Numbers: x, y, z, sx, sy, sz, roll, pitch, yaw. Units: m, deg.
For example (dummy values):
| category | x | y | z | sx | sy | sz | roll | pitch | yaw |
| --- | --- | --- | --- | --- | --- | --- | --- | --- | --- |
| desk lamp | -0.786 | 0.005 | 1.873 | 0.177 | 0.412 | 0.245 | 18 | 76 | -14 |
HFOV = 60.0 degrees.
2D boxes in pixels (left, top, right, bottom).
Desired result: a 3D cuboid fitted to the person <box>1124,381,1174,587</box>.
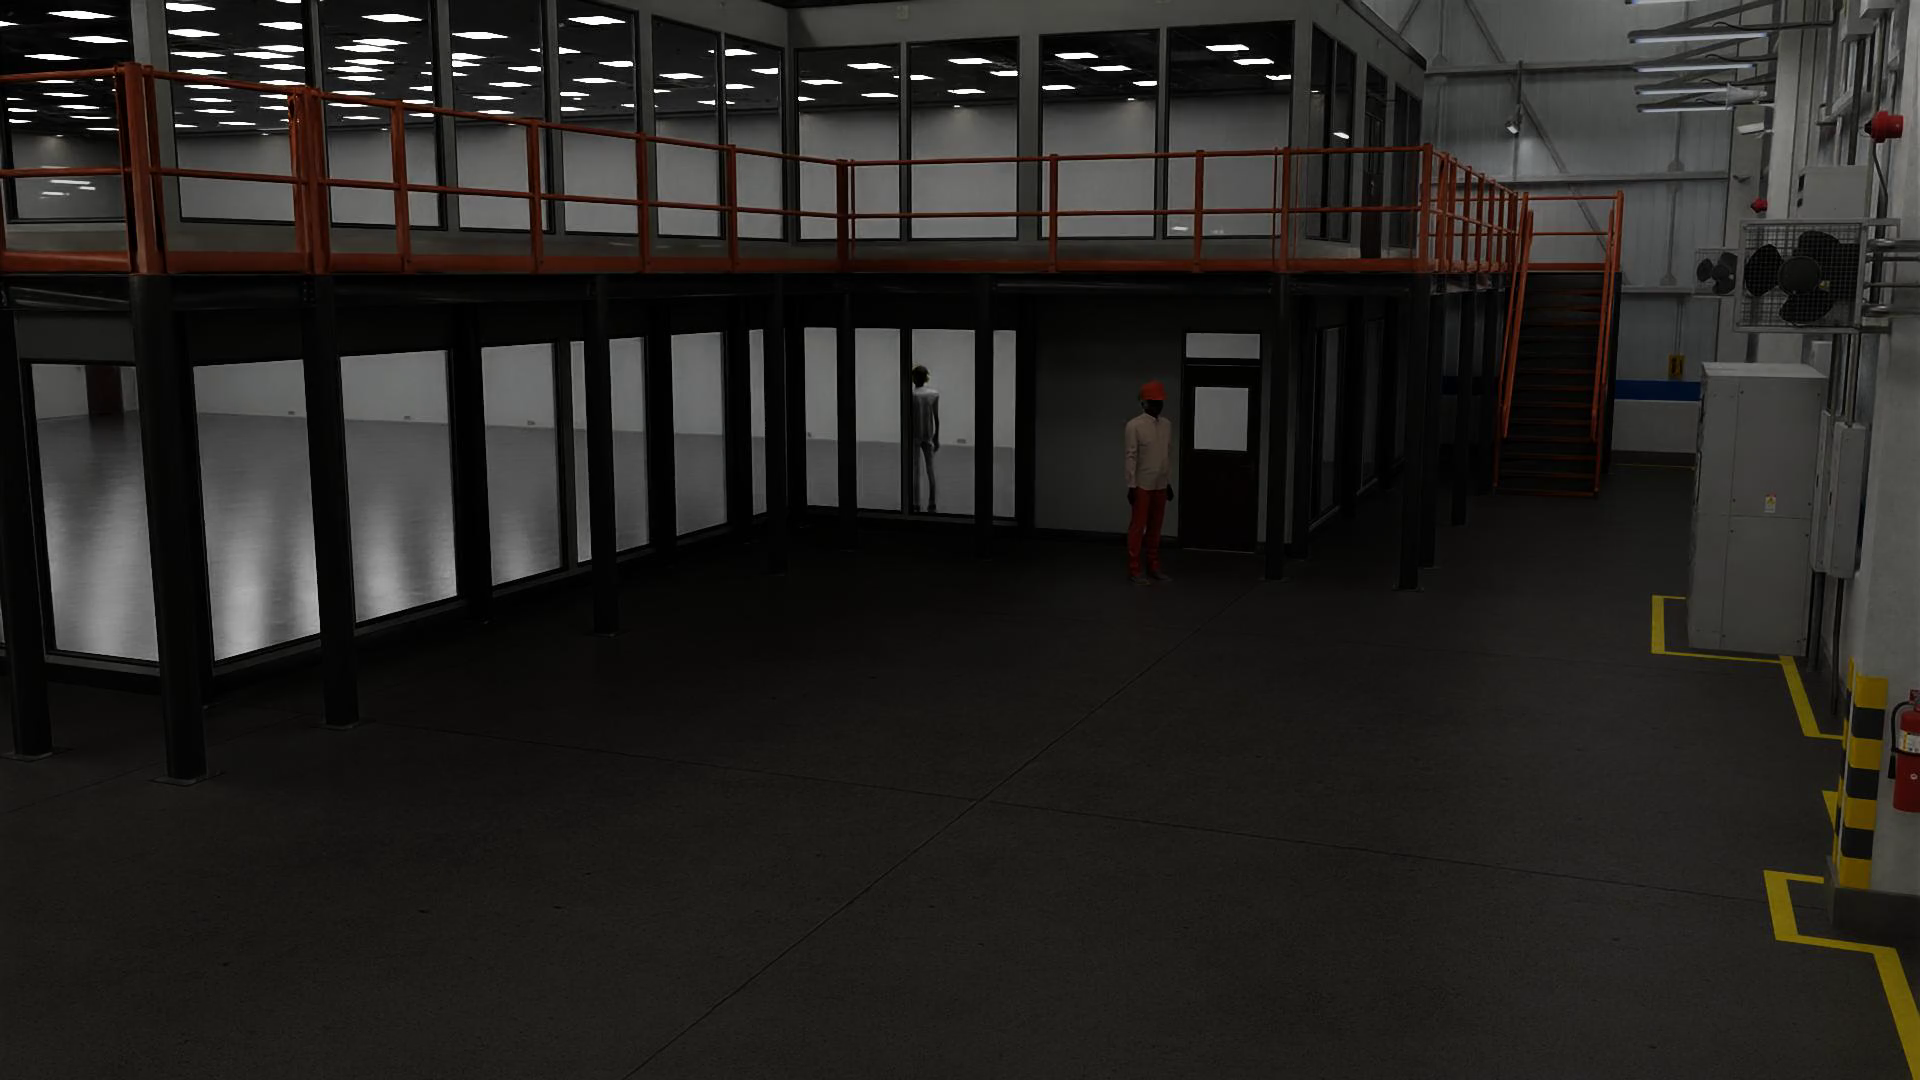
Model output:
| category | x | y | z | sx | sy | sz | roll | pitch | yaw |
| --- | --- | --- | --- | --- | --- | --- | --- | --- | --- |
| person | 1.848 | -0.547 | 16.167 | 0.622 | 1.993 | 0.381 | -8 | 12 | -41 |
